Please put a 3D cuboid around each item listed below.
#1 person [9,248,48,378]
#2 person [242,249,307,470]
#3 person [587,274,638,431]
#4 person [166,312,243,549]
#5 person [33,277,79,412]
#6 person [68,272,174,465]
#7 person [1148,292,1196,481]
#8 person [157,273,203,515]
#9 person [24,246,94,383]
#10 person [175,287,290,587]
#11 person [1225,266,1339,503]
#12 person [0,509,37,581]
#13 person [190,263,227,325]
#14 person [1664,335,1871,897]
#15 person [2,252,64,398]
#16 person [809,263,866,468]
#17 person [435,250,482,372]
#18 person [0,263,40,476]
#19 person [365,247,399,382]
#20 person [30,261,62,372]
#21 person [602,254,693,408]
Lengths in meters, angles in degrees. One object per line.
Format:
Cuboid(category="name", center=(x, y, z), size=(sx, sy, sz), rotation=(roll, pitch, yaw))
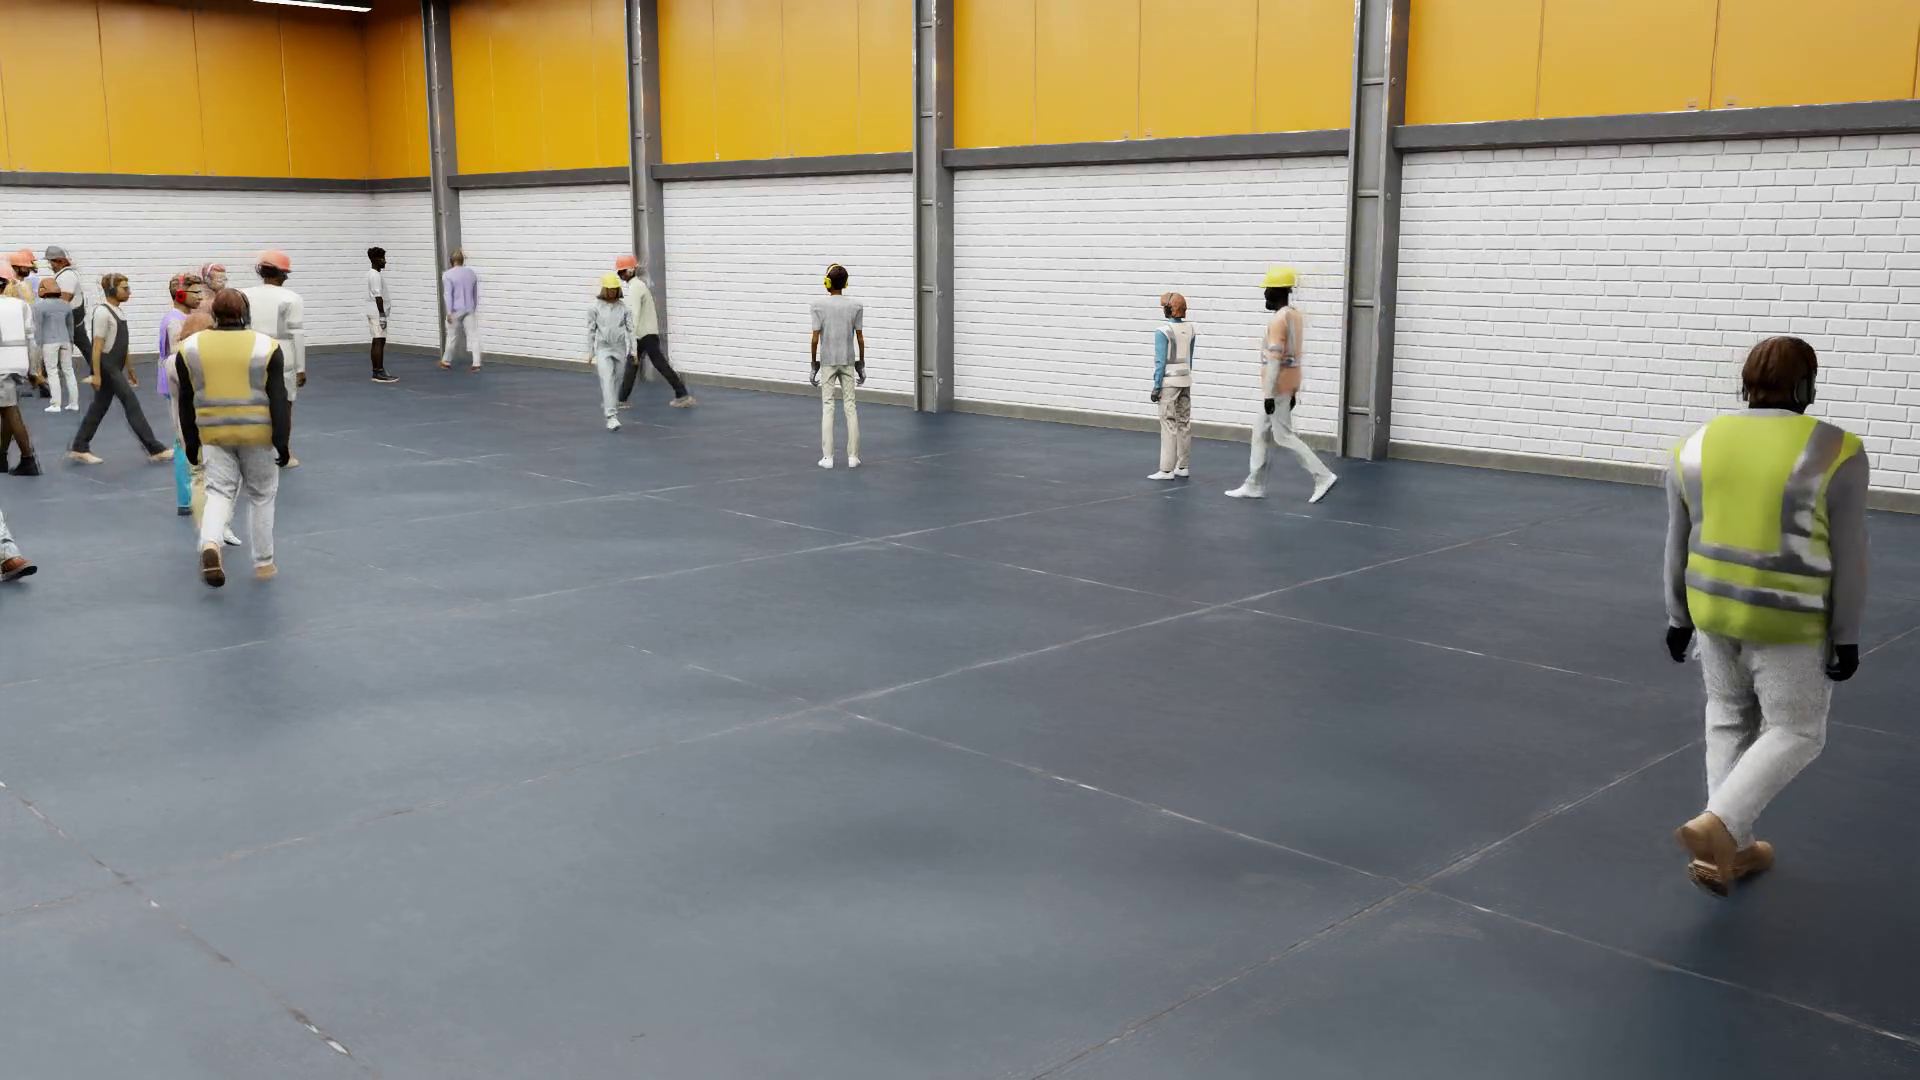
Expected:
Cuboid(category="person", center=(-13.867, -3.369, 24.802), size=(0.551, 1.933, 0.377), rotation=(3, 11, 18))
Cuboid(category="person", center=(-6.190, -1.585, 14.889), size=(0.643, 2.009, 0.752), rotation=(1, 10, 3))
Cuboid(category="person", center=(-3.747, -2.027, 18.080), size=(0.512, 1.701, 0.849), rotation=(-6, 12, -28))
Cuboid(category="person", center=(-5.091, -0.726, 11.264), size=(0.500, 1.621, 0.342), rotation=(1, 10, 5))
Cuboid(category="person", center=(-10.969, -2.365, 20.177), size=(0.284, 1.624, 0.494), rotation=(5, 11, 24))
Cuboid(category="person", center=(-7.869, -1.585, 15.472), size=(1.005, 1.793, 0.519), rotation=(-3, 11, -14))
Cuboid(category="person", center=(1.859, -1.335, 14.519), size=(0.309, 1.641, 0.514), rotation=(9, 14, 41))
Cuboid(category="person", center=(-5.940, -1.111, 12.740), size=(0.373, 1.840, 0.571), rotation=(-4, 11, -21))
Cuboid(category="person", center=(-12.863, -3.239, 23.806), size=(1.056, 2.000, 0.695), rotation=(-10, 14, -42))
Cuboid(category="person", center=(-4.402, -0.611, 10.084), size=(0.638, 1.827, 0.743), rotation=(-2, 11, -10))
Cuboid(category="person", center=(2.610, -1.239, 13.304), size=(0.876, 1.896, 0.594), rotation=(4, 11, 19))
Cuboid(category="person", center=(-6.143, -0.652, 10.115), size=(0.995, 1.888, 0.648), rotation=(5, 12, 27))
Cuboid(category="person", center=(-7.065, -1.686, 15.800), size=(0.567, 1.871, 0.727), rotation=(-2, 11, -13))
Cuboid(category="person", center=(2.527, 0.260, 5.316), size=(0.627, 1.822, 0.632), rotation=(-7, 13, -34))
Cuboid(category="person", center=(-12.181, -2.806, 21.841), size=(0.863, 1.900, 0.551), rotation=(-2, 11, -9))
Cuboid(category="person", center=(-1.130, -1.599, 15.315), size=(0.532, 1.874, 0.316), rotation=(-2, 11, -12))
Cuboid(category="person", center=(-7.867, -3.584, 26.106), size=(1.004, 1.883, 0.652), rotation=(9, 14, 40))
Cuboid(category="person", center=(-8.593, -1.511, 14.803), size=(0.856, 1.882, 0.573), rotation=(4, 11, 21))
Cuboid(category="person", center=(-8.476, -3.286, 24.268), size=(0.368, 1.966, 0.603), rotation=(-6, 12, -29))
Cuboid(category="person", center=(-14.357, -3.468, 25.700), size=(0.818, 1.805, 0.599), rotation=(-8, 13, -38))
Cuboid(category="person", center=(-3.840, -2.554, 20.467), size=(1.096, 1.912, 0.621), rotation=(-2, 11, -12))
